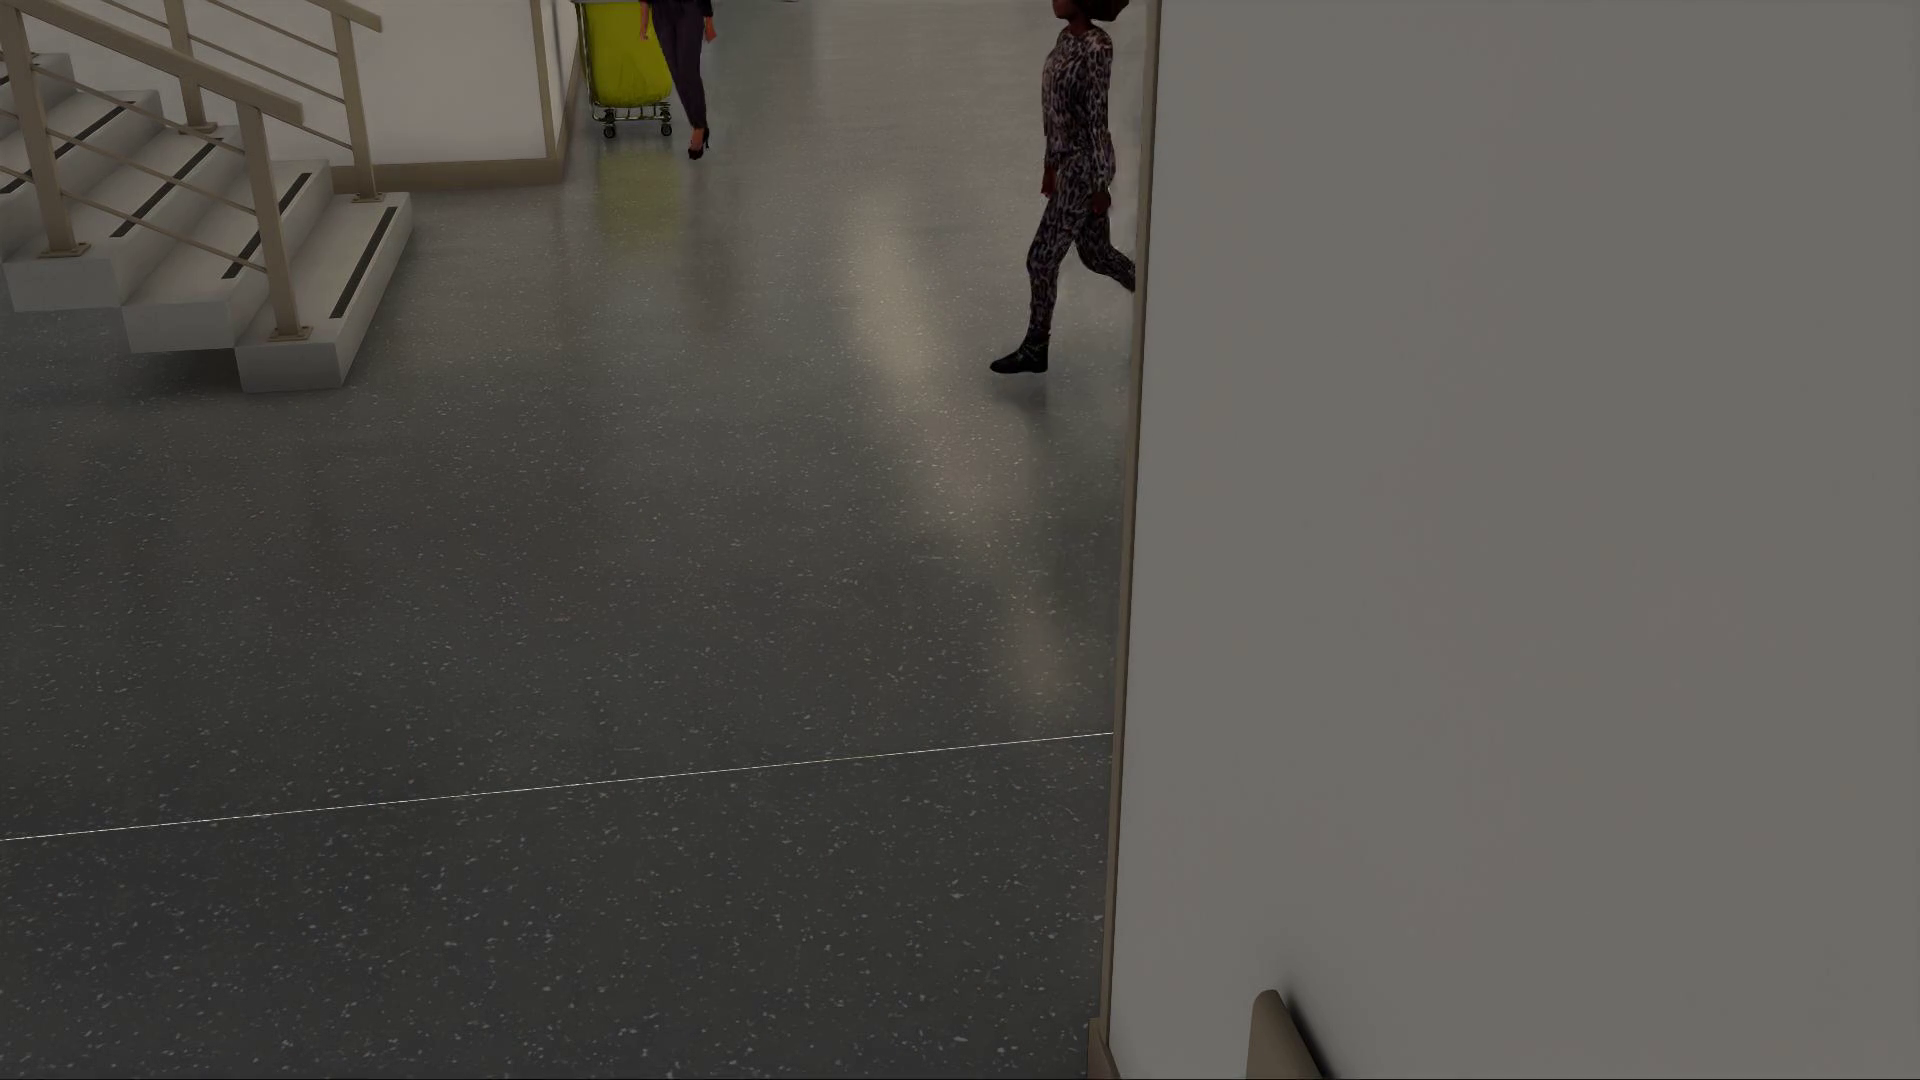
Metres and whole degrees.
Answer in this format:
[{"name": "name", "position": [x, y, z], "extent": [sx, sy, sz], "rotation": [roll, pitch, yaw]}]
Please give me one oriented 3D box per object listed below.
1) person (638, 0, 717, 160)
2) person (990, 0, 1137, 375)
[{"name": "person", "position": [-1.753, -3.275, 10.584], "extent": [0.737, 1.649, 0.802], "rotation": [7, 27, 15]}, {"name": "person", "position": [0.584, -1.489, 6.845], "extent": [1.117, 1.679, 0.610], "rotation": [-5, 26, -11]}]
